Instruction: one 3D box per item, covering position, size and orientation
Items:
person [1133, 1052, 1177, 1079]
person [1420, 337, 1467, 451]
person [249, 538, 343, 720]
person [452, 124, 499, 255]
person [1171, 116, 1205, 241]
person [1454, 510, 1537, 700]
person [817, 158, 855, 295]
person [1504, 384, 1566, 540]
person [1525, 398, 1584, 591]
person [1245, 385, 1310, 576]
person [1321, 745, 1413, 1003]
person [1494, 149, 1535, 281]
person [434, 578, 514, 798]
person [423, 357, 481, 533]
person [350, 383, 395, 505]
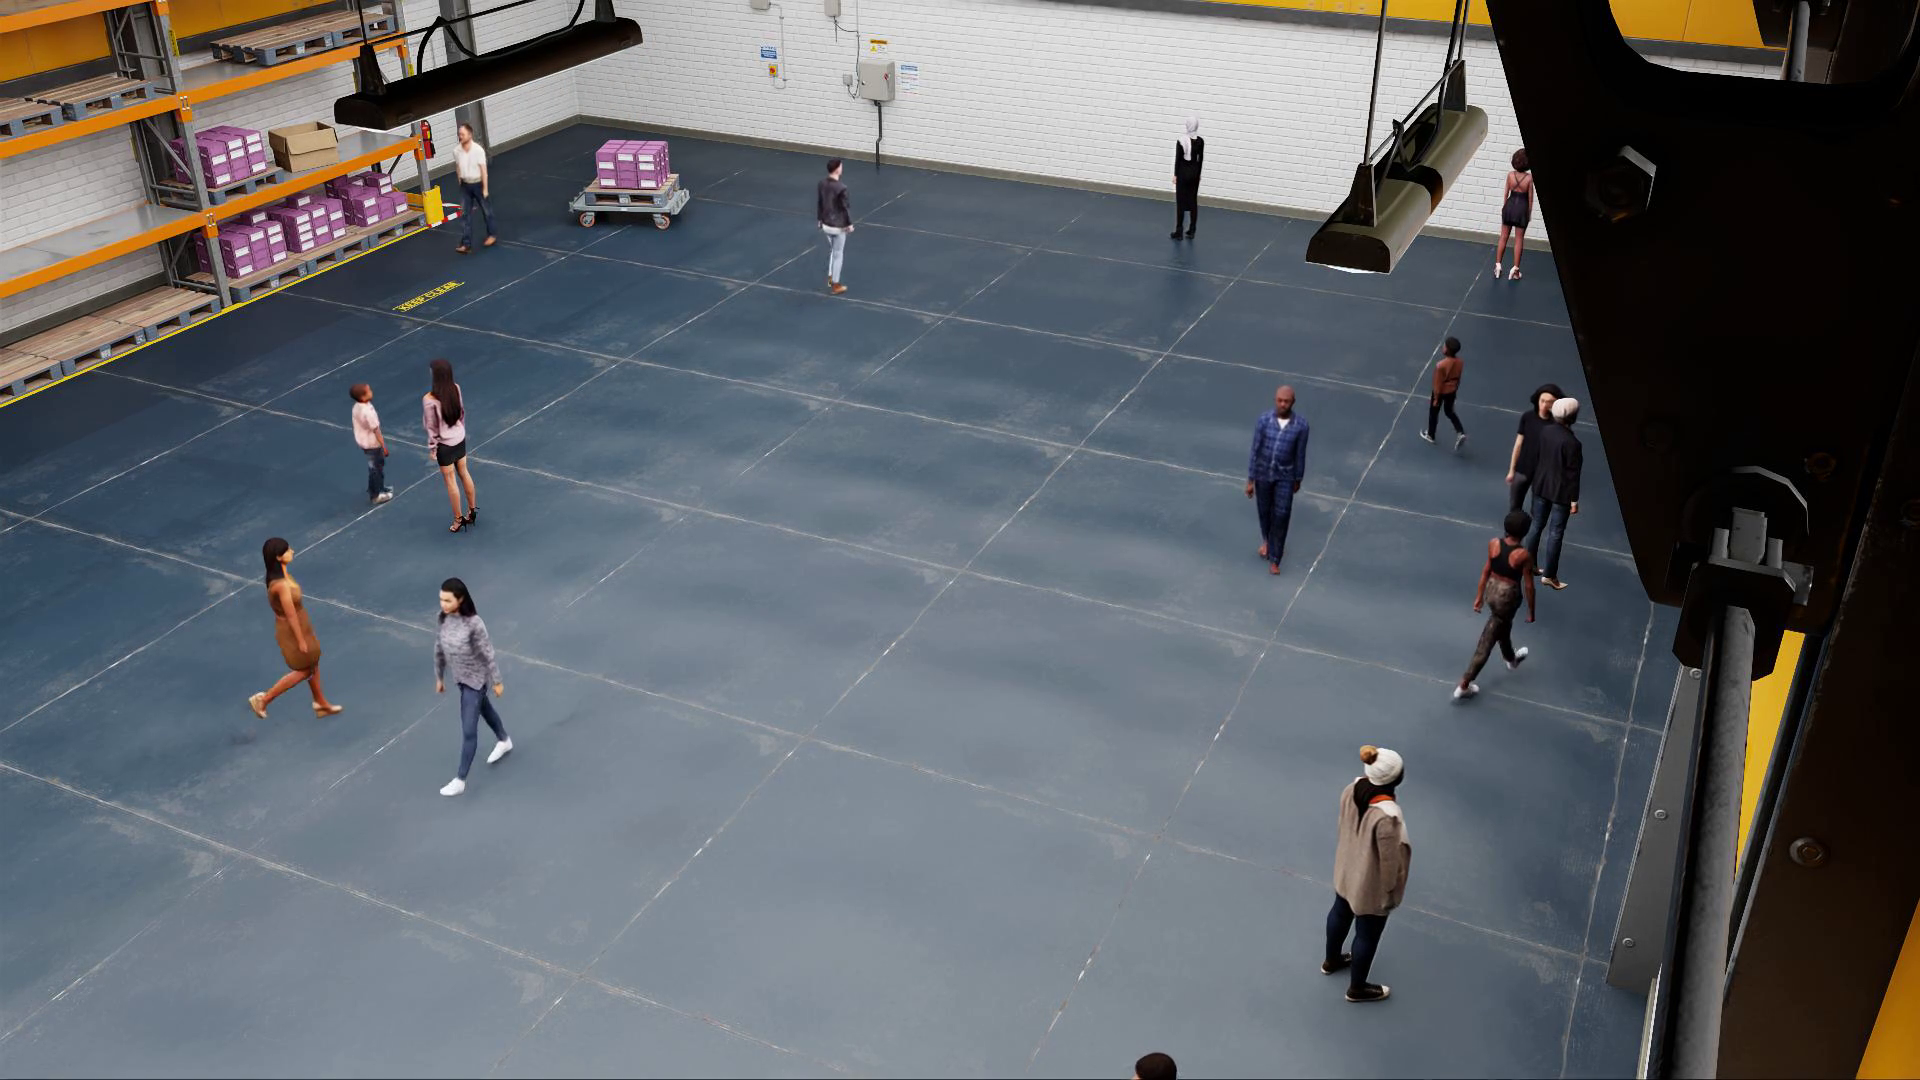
[{"bbox_3d":[0.977,3.278,8.605,0.696,1.640,0.555,2,29,3],"label":"person"},{"bbox_3d":[5.265,-1.564,17.901,0.864,1.239,0.888,-13,31,-23],"label":"person"},{"bbox_3d":[-5.349,0.766,13.175,0.970,1.673,0.899,-11,31,-20],"label":"person"},{"bbox_3d":[-6.836,-5.012,23.632,0.826,1.804,1.270,7,29,13],"label":"person"},{"bbox_3d":[3.309,-5.233,24.065,0.667,1.777,0.730,-10,30,-18],"label":"person"},{"bbox_3d":[4.361,0.568,13.569,1.245,1.645,0.982,-19,34,-31],"label":"person"},{"bbox_3d":[-1.710,-4.122,21.981,0.731,1.822,0.679,21,35,33],"label":"person"},{"bbox_3d":[5.404,-0.646,15.599,0.689,1.831,0.634,24,37,37],"label":"person"},{"bbox_3d":[5.162,-0.380,14.317,0.803,1.710,0.837,-11,30,-19],"label":"person"},{"bbox_3d":[2.965,-0.646,15.644,0.737,1.789,1.036,9,30,17],"label":"person"},{"bbox_3d":[2.560,2.080,10.544,0.884,1.887,0.823,-10,30,-17],"label":"person"},{"bbox_3d":[7.542,-4.420,22.561,0.579,1.790,0.574,18,33,29],"label":"person"},{"bbox_3d":[-3.672,1.019,12.690,0.698,1.695,1.100,15,32,25],"label":"person"},{"bbox_3d":[-4.938,-0.924,16.129,0.693,1.811,0.490,16,32,27],"label":"person"},{"bbox_3d":[-5.994,-0.961,16.732,0.631,1.299,0.602,-24,36,-36],"label":"person"}]
